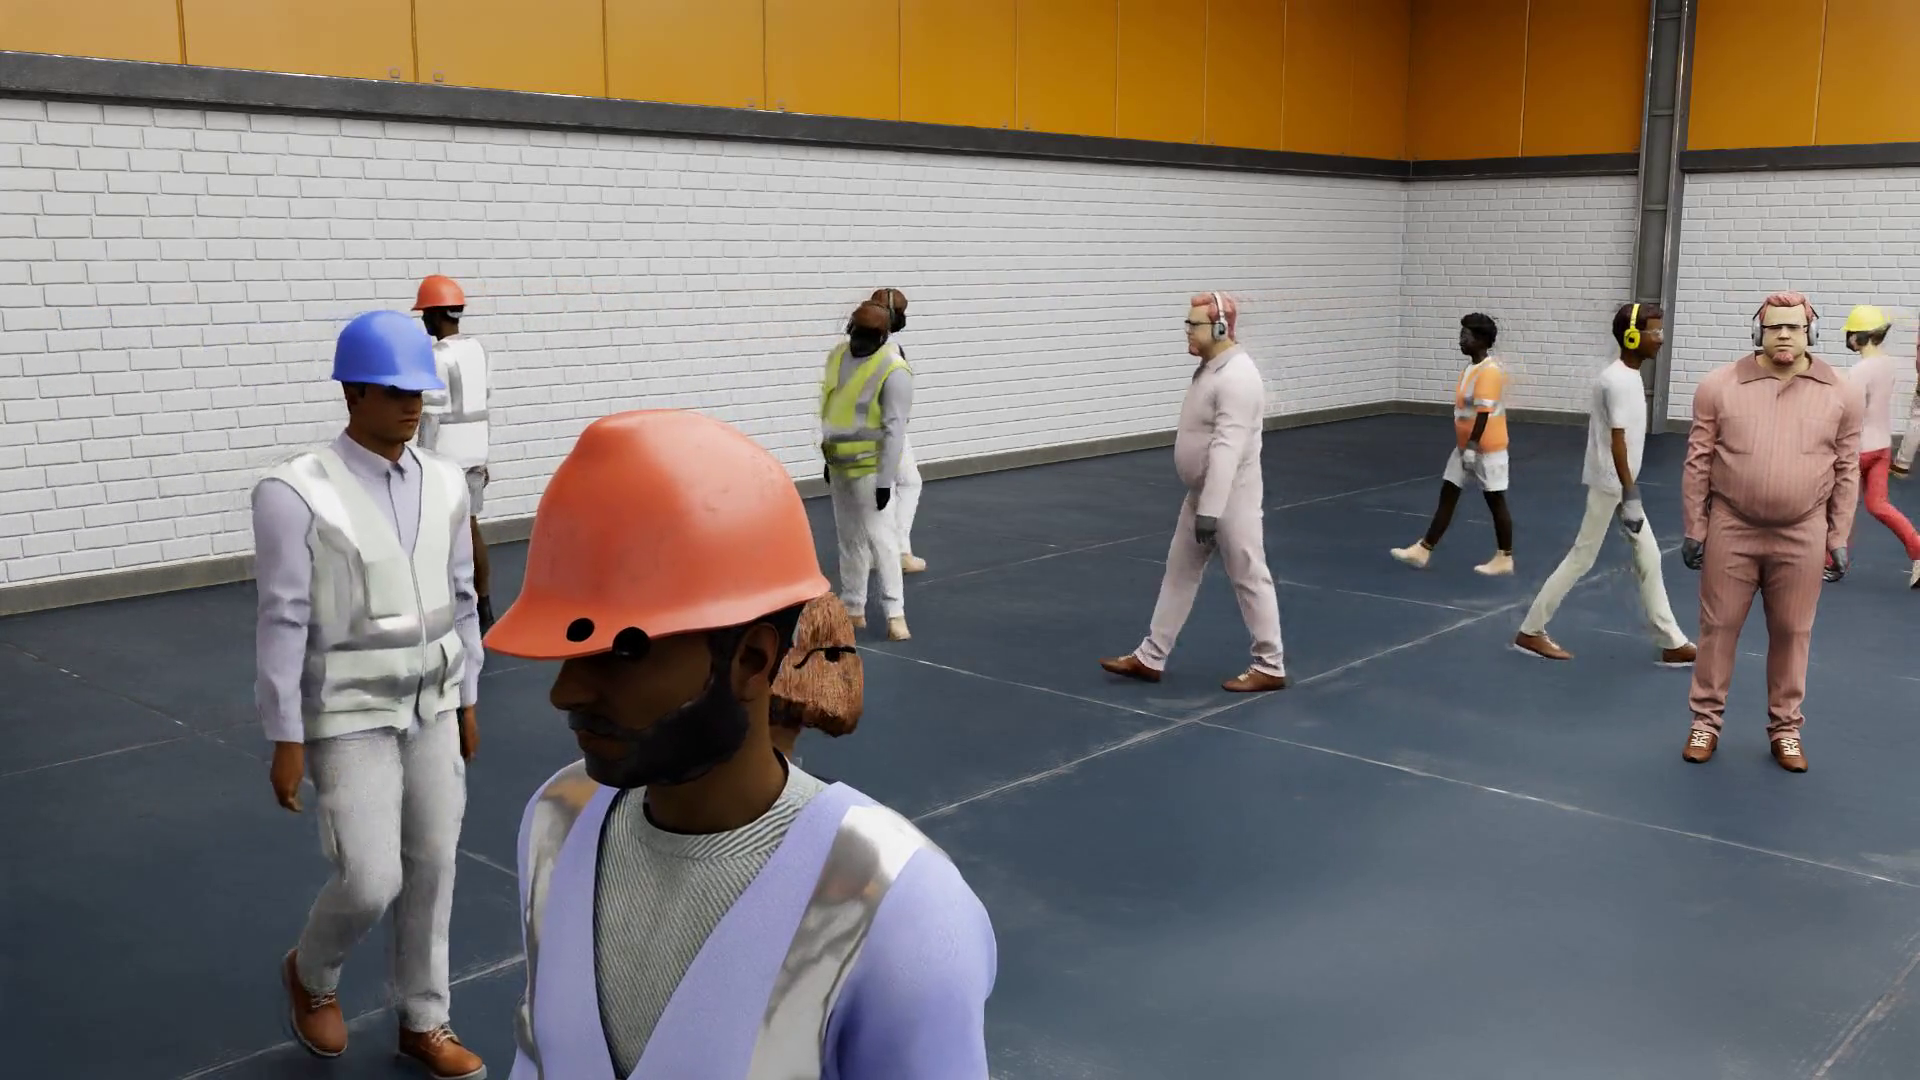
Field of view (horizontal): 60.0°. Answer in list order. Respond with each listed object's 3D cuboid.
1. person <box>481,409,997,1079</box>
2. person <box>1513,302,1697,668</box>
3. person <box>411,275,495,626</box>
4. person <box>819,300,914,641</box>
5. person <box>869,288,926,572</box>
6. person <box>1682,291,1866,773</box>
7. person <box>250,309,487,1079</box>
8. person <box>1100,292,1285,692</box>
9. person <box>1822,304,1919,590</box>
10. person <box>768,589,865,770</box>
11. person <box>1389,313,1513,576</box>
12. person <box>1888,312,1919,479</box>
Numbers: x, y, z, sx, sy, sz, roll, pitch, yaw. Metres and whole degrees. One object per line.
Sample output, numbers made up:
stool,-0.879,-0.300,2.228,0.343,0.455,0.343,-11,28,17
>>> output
person,-0.239,0.842,1.579,0.551,1.936,0.357,7,12,33
person,3.272,-0.264,8.231,1.000,1.817,0.552,6,12,30
person,-2.723,-0.443,8.904,0.372,1.934,0.555,3,10,14
person,-0.542,-0.372,8.895,0.432,1.808,0.713,-8,13,-38
person,-0.461,-0.698,10.672,0.630,1.817,0.646,-5,11,-28
person,3.220,-0.031,6.640,0.643,1.909,0.410,4,11,20
person,-1.428,0.407,4.067,0.491,1.929,0.628,6,12,32
person,1.110,-0.202,7.726,0.936,1.860,0.670,-1,10,-6
person,5.586,-0.565,10.161,0.526,1.740,0.769,-6,12,-32
person,-0.346,0.845,2.557,0.881,1.586,0.536,-7,12,-34
person,3.147,-0.589,10.482,0.823,1.656,0.558,0,10,0
person,8.636,-1.476,14.696,0.650,1.956,0.943,0,10,-1
